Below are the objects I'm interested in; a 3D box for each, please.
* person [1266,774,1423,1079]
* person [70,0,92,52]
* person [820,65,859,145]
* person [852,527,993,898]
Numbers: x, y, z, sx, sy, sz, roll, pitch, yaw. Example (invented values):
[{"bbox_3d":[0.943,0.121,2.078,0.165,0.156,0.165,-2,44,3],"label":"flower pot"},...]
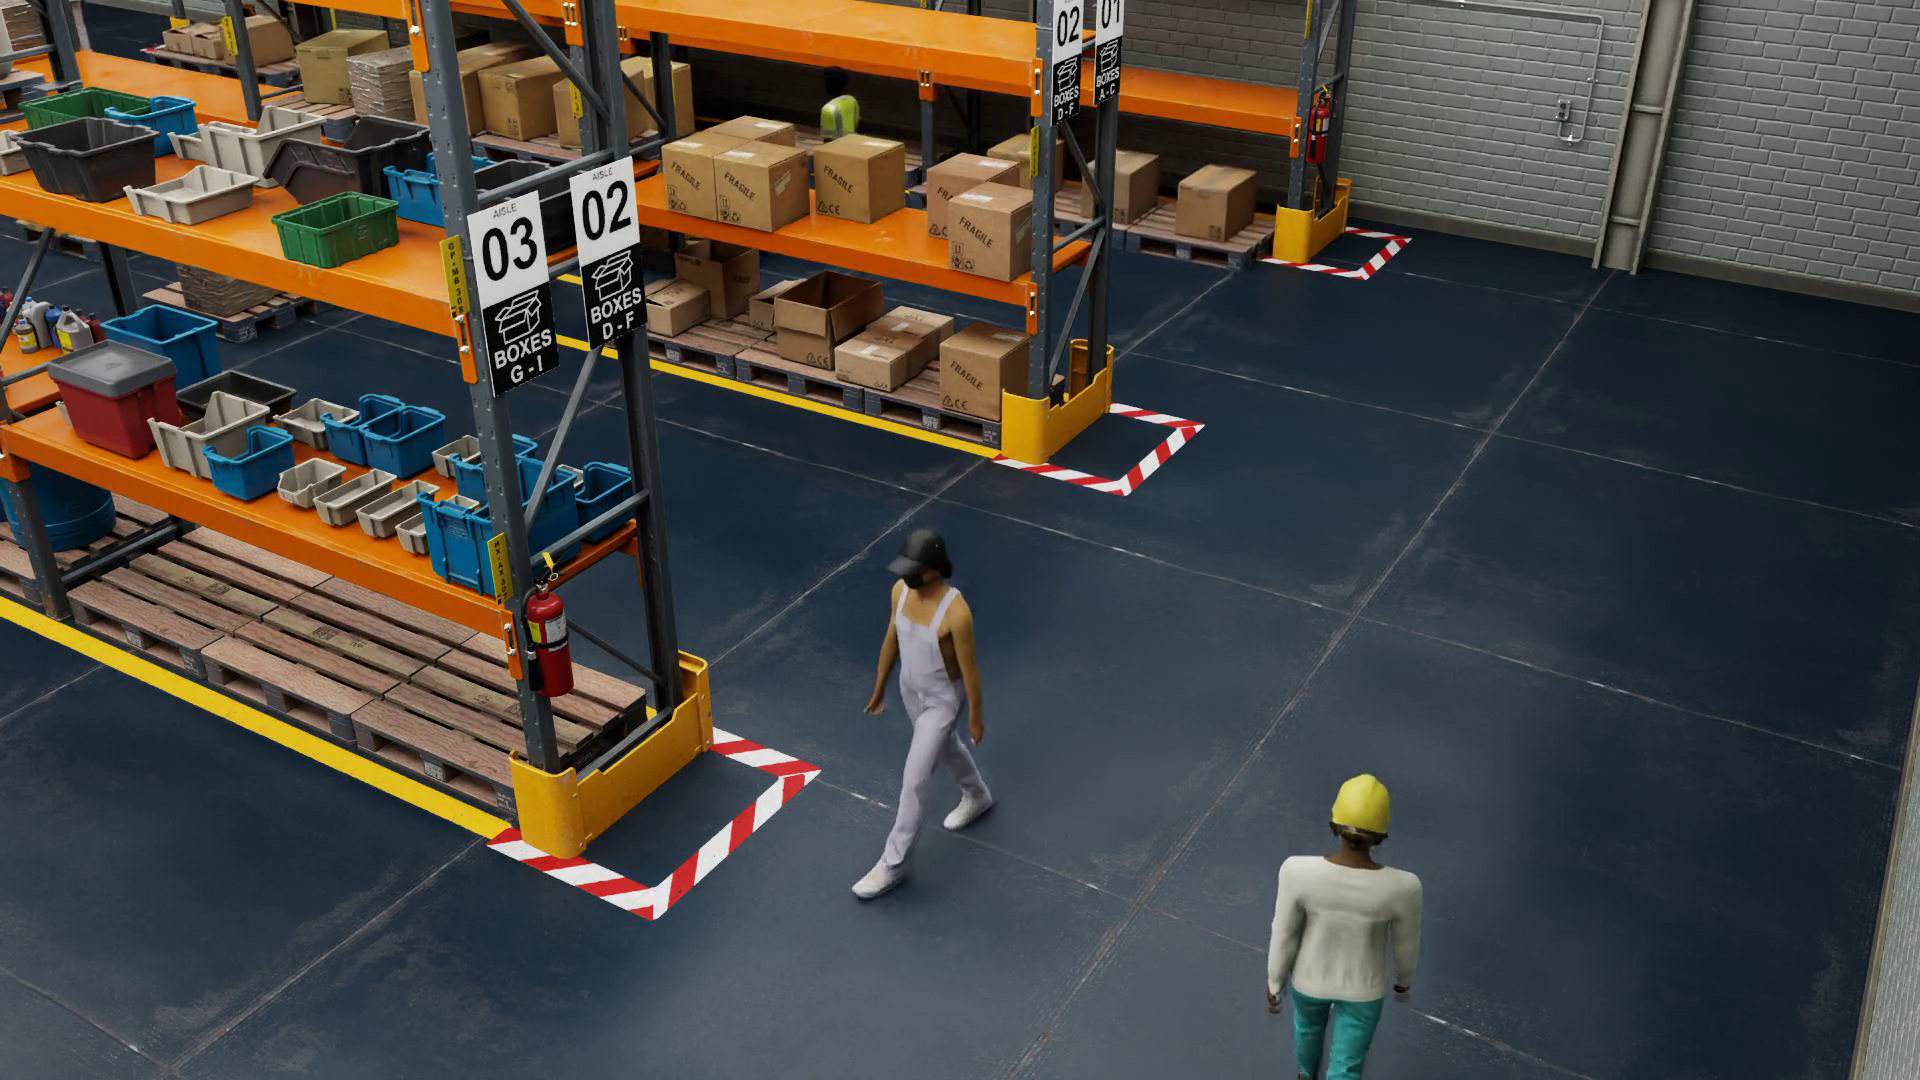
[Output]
[{"bbox_3d":[1.423,1.627,6.218,0.539,1.716,0.902,8,30,14],"label":"person"},{"bbox_3d":[-11.727,-7.044,21.700,0.573,1.799,0.944,-23,36,-35],"label":"person"},{"bbox_3d":[-1.071,-3.604,15.640,0.535,1.686,0.538,14,32,24],"label":"person"},{"bbox_3d":[-0.153,0.728,7.740,0.970,1.811,0.537,-24,37,-36],"label":"person"}]
